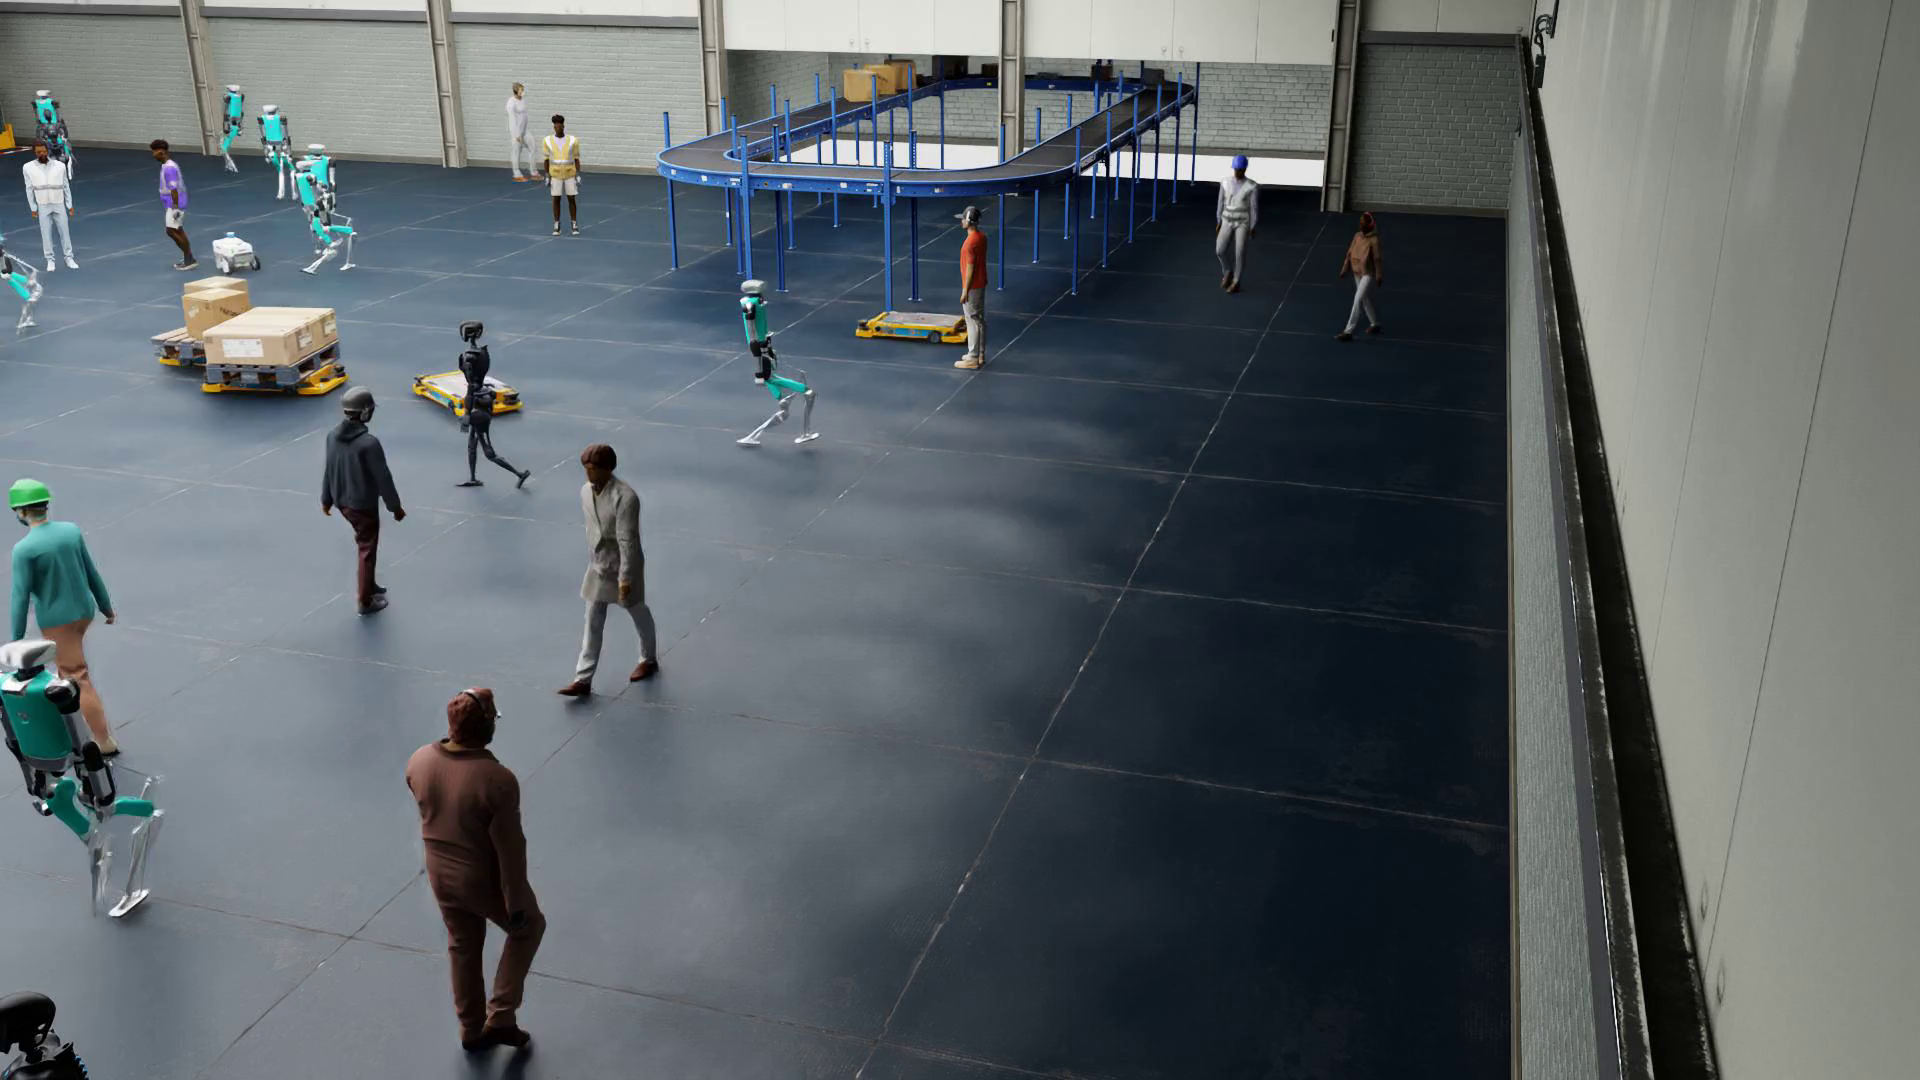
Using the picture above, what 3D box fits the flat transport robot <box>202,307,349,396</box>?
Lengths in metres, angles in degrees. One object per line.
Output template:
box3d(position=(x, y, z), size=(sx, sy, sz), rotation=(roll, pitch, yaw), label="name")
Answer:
box3d(position=(-7.797, -1.847, 18.968), size=(1.431, 0.231, 0.659), rotation=(2, 21, 5), label="flat transport robot")

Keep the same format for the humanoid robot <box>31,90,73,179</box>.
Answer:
box3d(position=(-17.846, -8.000, 32.914), size=(0.534, 1.817, 0.681), rotation=(1, 21, 3), label="humanoid robot")

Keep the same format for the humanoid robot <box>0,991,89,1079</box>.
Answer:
box3d(position=(-3.263, 2.357, 6.084), size=(0.315, 1.659, 0.599), rotation=(-8, 22, -19), label="humanoid robot")

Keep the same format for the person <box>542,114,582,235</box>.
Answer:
box3d(position=(-6.559, -6.036, 27.477), size=(0.606, 1.965, 0.371), rotation=(-4, 22, -11), label="person")

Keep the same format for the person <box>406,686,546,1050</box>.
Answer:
box3d(position=(-2.251, 1.569, 7.859), size=(0.665, 1.888, 0.439), rotation=(9, 23, 21), label="person")

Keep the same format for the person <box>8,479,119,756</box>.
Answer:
box3d(position=(-5.831, 0.497, 10.715), size=(0.809, 1.826, 0.665), rotation=(7, 22, 18), label="person")

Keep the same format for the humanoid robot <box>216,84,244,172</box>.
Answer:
box3d(position=(-14.981, -8.368, 33.919), size=(0.847, 1.817, 0.547), rotation=(6, 22, 15), label="humanoid robot")

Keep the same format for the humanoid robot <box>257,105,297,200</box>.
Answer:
box3d(position=(-12.477, -7.138, 30.631), size=(0.537, 1.776, 0.780), rotation=(0, 21, 1), label="humanoid robot")

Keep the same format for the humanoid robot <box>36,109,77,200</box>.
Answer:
box3d(position=(-16.793, -7.173, 30.901), size=(0.612, 1.654, 0.739), rotation=(-14, 25, -31), label="humanoid robot")

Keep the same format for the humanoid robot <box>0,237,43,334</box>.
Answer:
box3d(position=(-12.060, -3.484, 21.234), size=(0.784, 1.807, 0.531), rotation=(-16, 27, -36), label="humanoid robot")

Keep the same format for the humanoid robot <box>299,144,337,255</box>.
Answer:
box3d(position=(-9.827, -5.136, 25.507), size=(0.576, 1.767, 1.014), rotation=(-5, 22, -13), label="humanoid robot")

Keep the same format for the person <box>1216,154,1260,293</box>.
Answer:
box3d(position=(3.880, -4.437, 23.365), size=(0.631, 1.936, 0.455), rotation=(12, 24, 29), label="person")

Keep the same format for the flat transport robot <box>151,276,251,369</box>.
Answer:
box3d(position=(-8.794, -2.220, 19.936), size=(1.431, 0.231, 0.659), rotation=(7, 22, 17), label="flat transport robot")

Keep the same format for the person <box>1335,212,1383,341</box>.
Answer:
box3d(position=(5.103, -3.338, 20.969), size=(0.864, 1.603, 0.456), rotation=(-10, 23, -25), label="person")

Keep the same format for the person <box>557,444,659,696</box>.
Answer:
box3d(position=(-2.439, 0.223, 11.481), size=(0.528, 1.787, 0.910), rotation=(11, 24, 27), label="person")

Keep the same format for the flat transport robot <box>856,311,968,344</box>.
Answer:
box3d(position=(-0.548, -2.713, 21.215), size=(1.431, 0.231, 0.659), rotation=(5, 22, 13), label="flat transport robot")

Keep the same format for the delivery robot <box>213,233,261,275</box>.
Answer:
box3d(position=(-10.887, -4.302, 24.939), size=(0.797, 0.595, 0.499), rotation=(20, 29, 41), label="delivery robot")

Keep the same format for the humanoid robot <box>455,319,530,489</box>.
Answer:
box3d(position=(-4.442, -1.259, 15.554), size=(0.733, 1.654, 0.585), rotation=(-2, 21, -4), label="humanoid robot")

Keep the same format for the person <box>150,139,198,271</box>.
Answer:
box3d(position=(-11.740, -5.002, 24.838), size=(0.402, 1.937, 0.643), rotation=(-9, 23, -22), label="person")

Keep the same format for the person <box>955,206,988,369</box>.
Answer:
box3d(position=(0.124, -2.979, 19.624), size=(0.391, 1.912, 0.477), rotation=(7, 22, 18), label="person")

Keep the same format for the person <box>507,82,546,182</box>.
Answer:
box3d(position=(-8.486, -7.953, 32.514), size=(0.774, 1.914, 0.660), rotation=(6, 22, 15), label="person")

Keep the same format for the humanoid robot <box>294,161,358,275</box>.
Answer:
box3d(position=(-9.256, -4.703, 24.369), size=(0.557, 1.729, 1.057), rotation=(19, 28, 41), label="humanoid robot")

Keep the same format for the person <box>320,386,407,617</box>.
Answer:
box3d(position=(-4.620, -0.313, 12.877), size=(0.631, 1.786, 0.590), rotation=(10, 23, 25), label="person")

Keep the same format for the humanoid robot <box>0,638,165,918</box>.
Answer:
box3d(position=(-4.620, 1.293, 8.890), size=(0.540, 1.854, 0.775), rotation=(6, 22, 15), label="humanoid robot")

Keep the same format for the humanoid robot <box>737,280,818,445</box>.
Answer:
box3d(position=(-1.760, -1.729, 16.691), size=(1.035, 1.753, 0.540), rotation=(1, 21, 4), label="humanoid robot")

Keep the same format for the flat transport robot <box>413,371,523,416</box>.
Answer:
box3d(position=(-5.458, -1.628, 18.399), size=(0.659, 0.231, 1.431), rotation=(-17, 27, -37), label="flat transport robot")

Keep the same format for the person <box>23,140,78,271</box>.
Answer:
box3d(position=(-13.592, -5.006, 24.872), size=(0.588, 1.920, 0.393), rotation=(-15, 25, -33), label="person")
